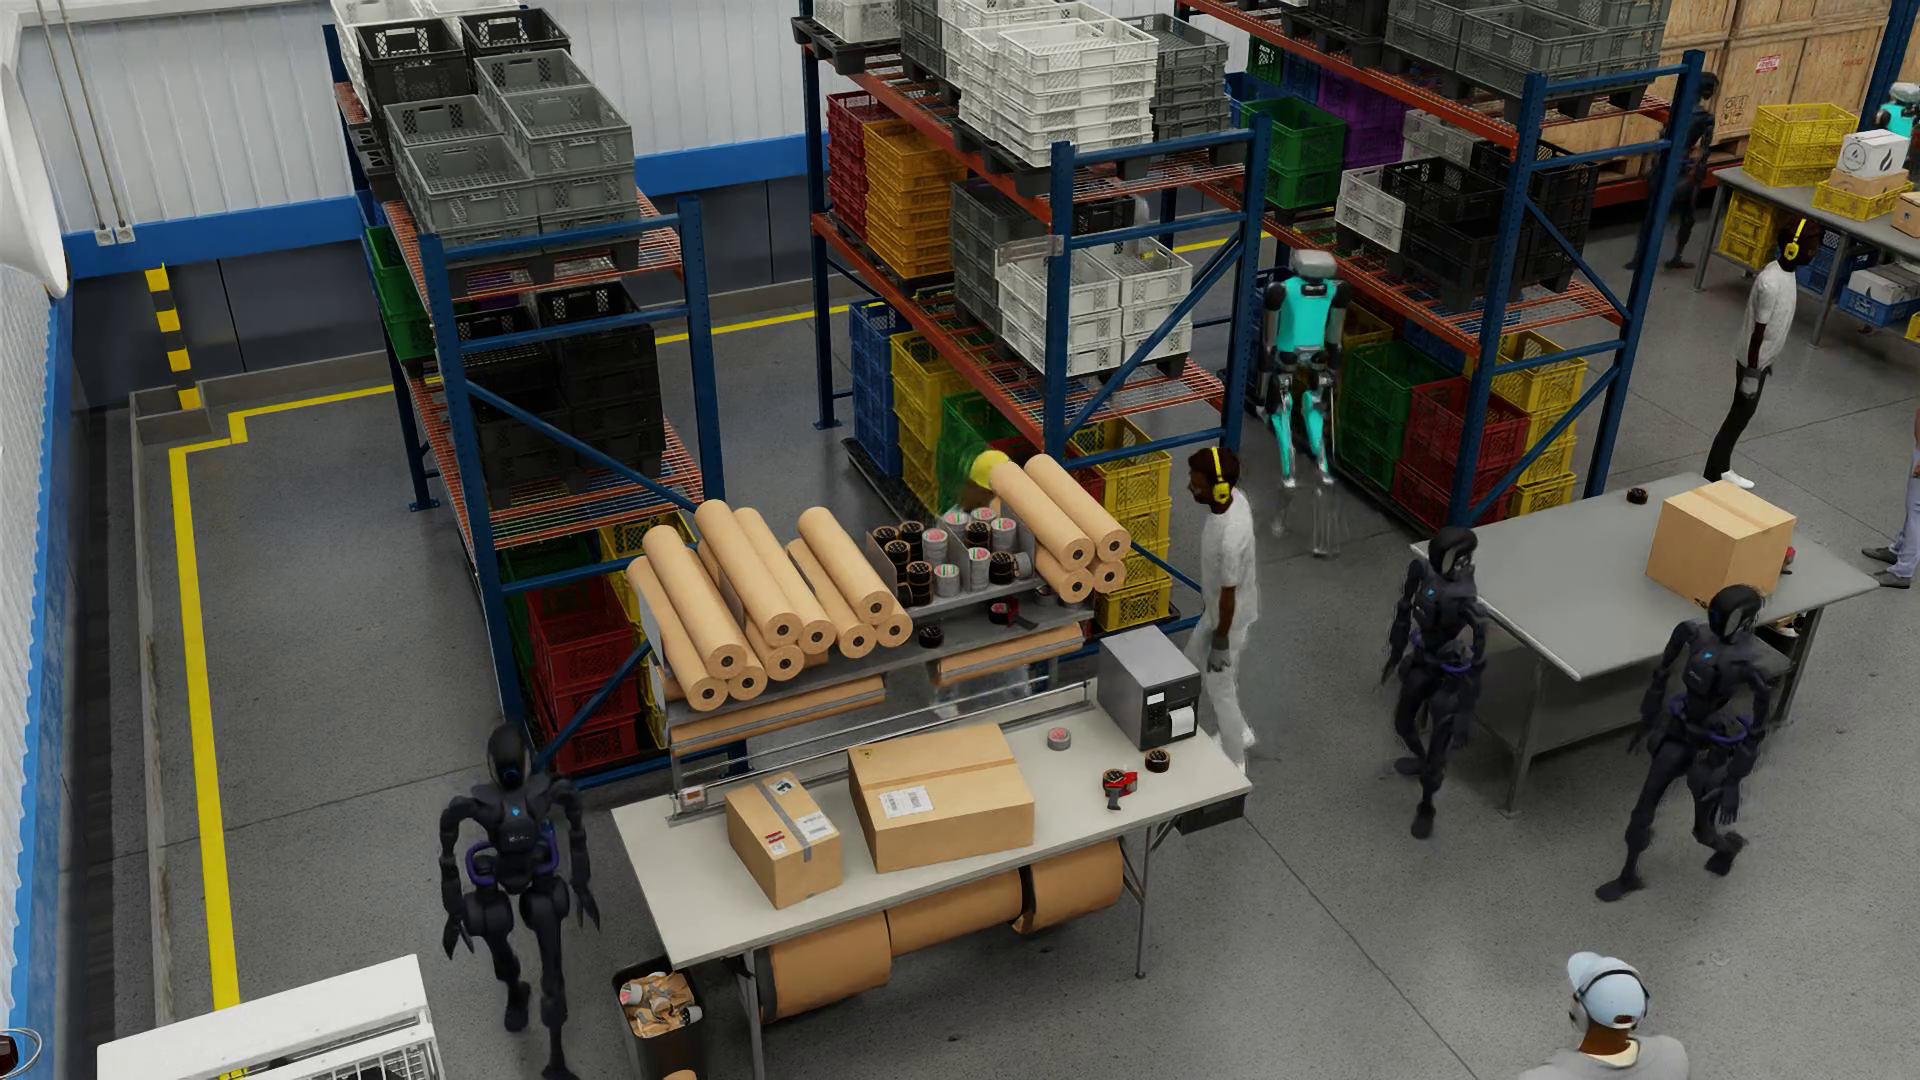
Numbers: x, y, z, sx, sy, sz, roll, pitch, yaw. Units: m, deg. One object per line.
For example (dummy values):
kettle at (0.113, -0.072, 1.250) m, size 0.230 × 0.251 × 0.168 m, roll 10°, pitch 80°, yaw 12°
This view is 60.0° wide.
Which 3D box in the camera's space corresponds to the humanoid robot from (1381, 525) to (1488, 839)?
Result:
humanoid robot at (2.232, 0.613, 7.638) m, size 0.457 × 1.647 × 0.608 m, roll -14°, pitch 34°, yaw -21°

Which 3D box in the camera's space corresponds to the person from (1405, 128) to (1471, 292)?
person at (3.485, -2.209, 12.069) m, size 0.498 × 1.839 × 0.343 m, roll 25°, pitch 40°, yaw 35°

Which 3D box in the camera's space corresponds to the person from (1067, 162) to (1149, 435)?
person at (0.902, -1.711, 11.094) m, size 0.638 × 2.009 × 0.799 m, roll -7°, pitch 32°, yaw -11°

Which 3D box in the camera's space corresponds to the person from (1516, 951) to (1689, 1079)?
person at (1.877, 2.002, 5.210) m, size 0.596 × 1.849 × 0.394 m, roll -10°, pitch 33°, yaw -16°

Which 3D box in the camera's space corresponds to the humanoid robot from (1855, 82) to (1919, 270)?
humanoid robot at (7.223, -2.600, 12.805) m, size 0.558 × 1.736 × 1.028 m, roll -18°, pitch 36°, yaw -27°

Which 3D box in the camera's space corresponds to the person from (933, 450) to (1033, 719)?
person at (0.145, 0.335, 8.063) m, size 0.491 × 1.694 × 0.908 m, roll -19°, pitch 36°, yaw -28°

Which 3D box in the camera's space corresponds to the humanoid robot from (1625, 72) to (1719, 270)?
humanoid robot at (5.821, -2.979, 13.477) m, size 0.533 × 1.640 × 0.611 m, roll -10°, pitch 33°, yaw -16°

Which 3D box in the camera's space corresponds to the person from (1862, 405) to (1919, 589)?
person at (5.502, -0.547, 9.426) m, size 0.298 × 1.772 × 0.531 m, roll 16°, pitch 35°, yaw 24°

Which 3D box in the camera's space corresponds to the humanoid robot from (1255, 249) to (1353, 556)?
humanoid robot at (2.050, -0.730, 9.807) m, size 0.546 × 1.824 × 0.848 m, roll -4°, pitch 32°, yaw -6°

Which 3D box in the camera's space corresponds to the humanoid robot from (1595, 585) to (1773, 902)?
humanoid robot at (3.250, 0.883, 7.234) m, size 0.728 × 1.648 × 0.598 m, roll -16°, pitch 35°, yaw -24°

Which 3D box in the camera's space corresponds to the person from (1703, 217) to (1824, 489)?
person at (4.925, -1.093, 10.233) m, size 0.331 × 1.862 × 0.495 m, roll 22°, pitch 38°, yaw 31°

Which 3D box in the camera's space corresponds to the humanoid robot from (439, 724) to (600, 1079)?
humanoid robot at (-1.703, 1.389, 6.393) m, size 0.603 × 1.618 × 0.740 m, roll -13°, pitch 34°, yaw -20°

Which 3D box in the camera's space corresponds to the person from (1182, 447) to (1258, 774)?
person at (1.237, 0.360, 7.901) m, size 0.447 × 1.837 × 0.532 m, roll 2°, pitch 32°, yaw 4°
